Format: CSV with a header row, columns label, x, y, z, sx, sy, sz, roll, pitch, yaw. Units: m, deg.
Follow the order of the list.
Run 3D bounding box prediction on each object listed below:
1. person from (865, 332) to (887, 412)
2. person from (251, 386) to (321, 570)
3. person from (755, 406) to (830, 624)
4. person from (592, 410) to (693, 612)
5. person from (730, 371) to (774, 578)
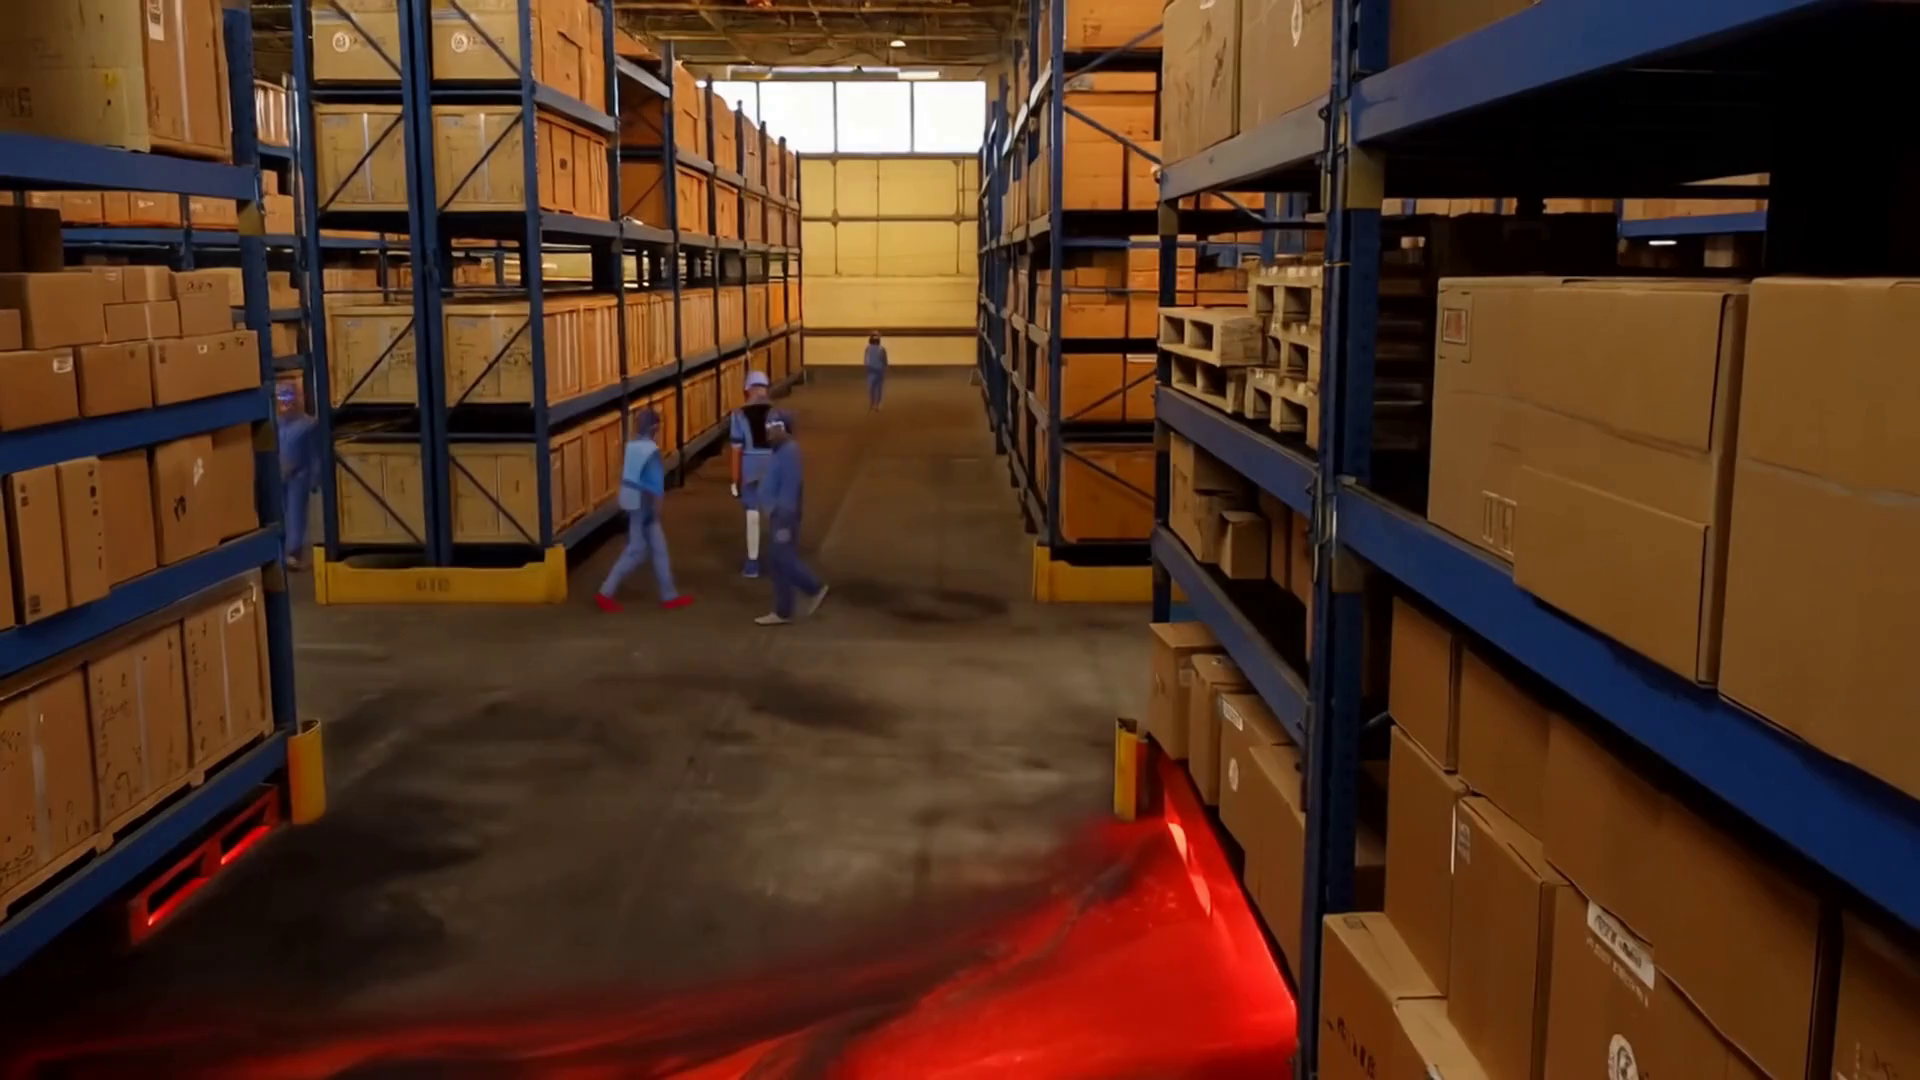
label,x,y,z,sx,sy,sz,roll,pitch,yaw
person,-1.796,-3.550,35.264,0.497,1.692,0.915,1,9,6
person,-6.834,-0.627,16.841,0.640,1.854,1.002,-1,9,-5
person,-1.457,-0.207,14.164,0.536,1.882,0.658,-1,9,-4
person,-2.858,-0.254,14.772,0.912,1.793,0.594,-6,11,-32
person,-1.970,-0.642,16.383,0.605,2.034,0.387,-4,10,-22
